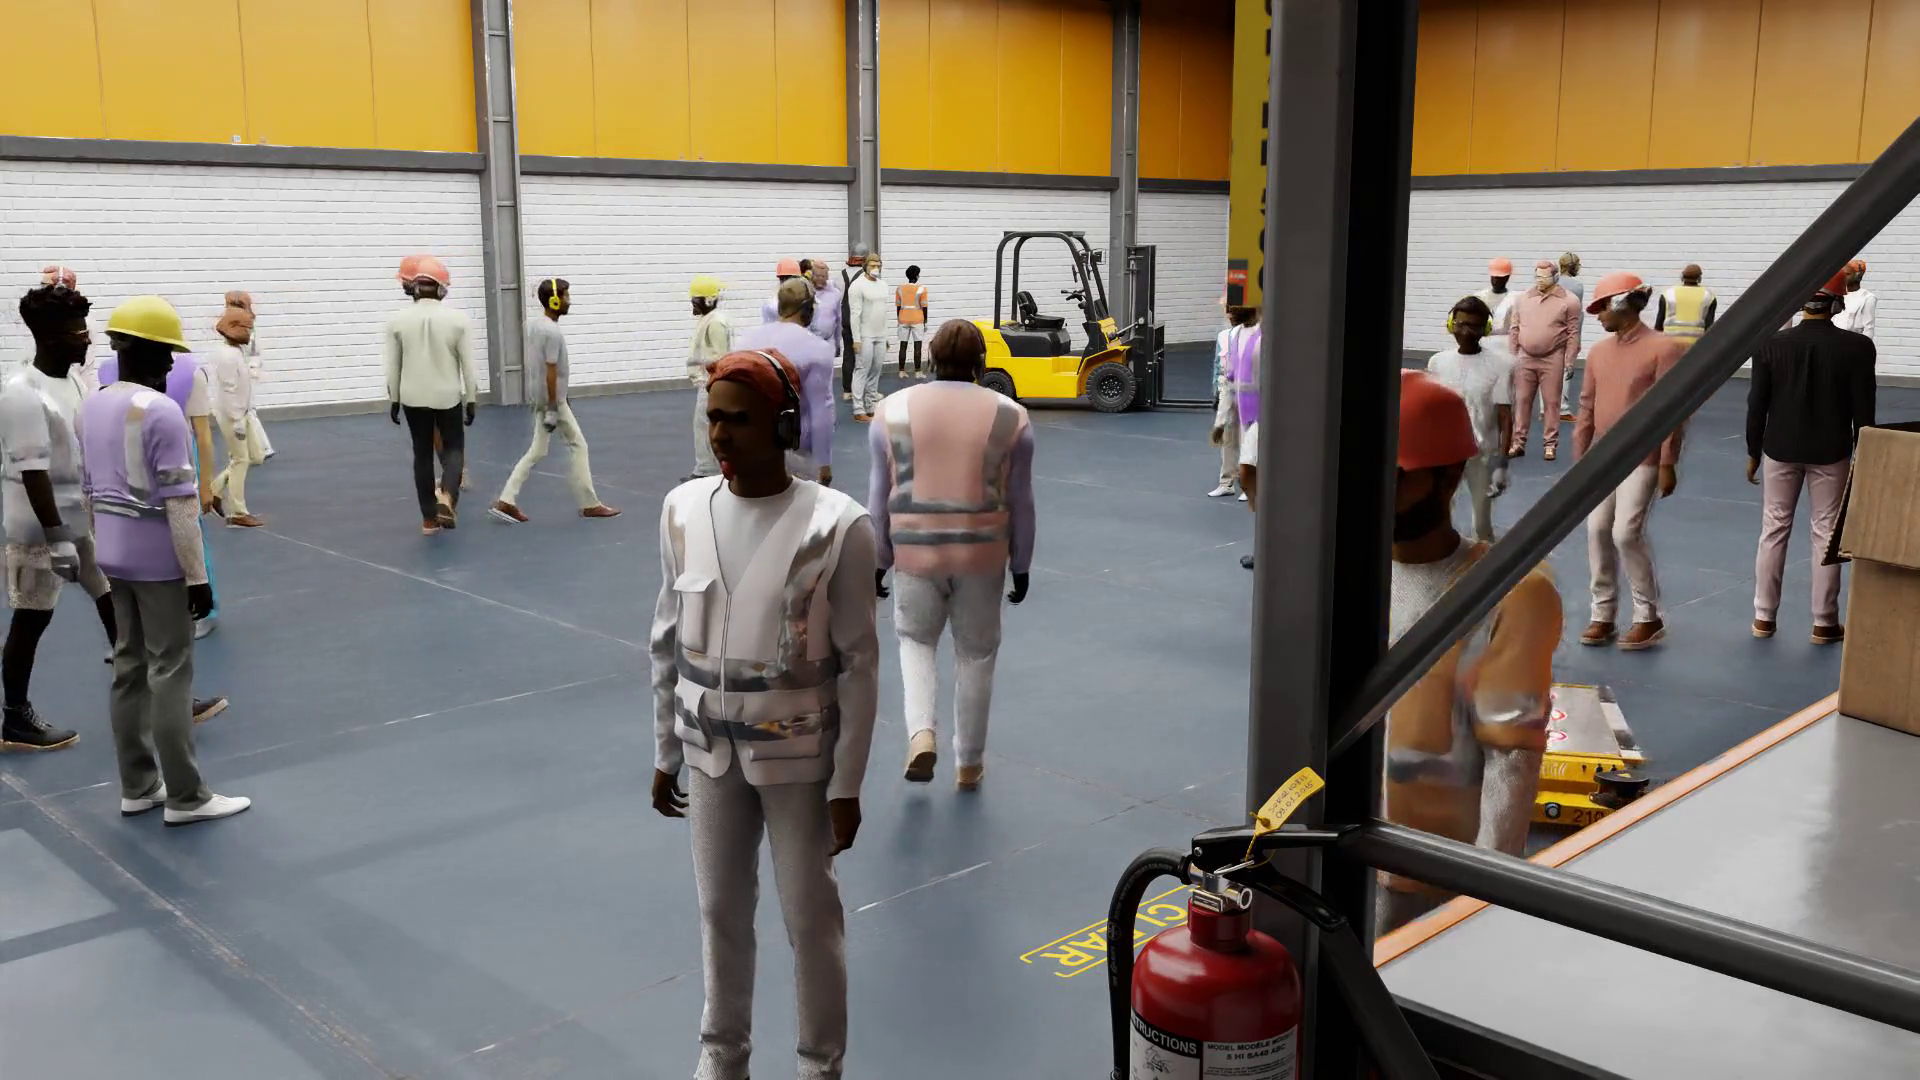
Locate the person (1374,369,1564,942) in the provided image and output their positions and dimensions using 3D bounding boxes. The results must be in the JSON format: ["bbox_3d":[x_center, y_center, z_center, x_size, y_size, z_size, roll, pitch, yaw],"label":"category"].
[{"bbox_3d":[0.884,0.609,3.272,0.547,1.888,0.981,10,14,42],"label":"person"}]

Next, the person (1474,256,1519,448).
[{"bbox_3d":[5.253,-1.829,16.441,0.575,1.915,0.735,8,13,36],"label":"person"}]

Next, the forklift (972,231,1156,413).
[{"bbox_3d":[1.222,-2.721,20.561,2.313,2.155,1.214,2,11,13],"label":"forklift"}]

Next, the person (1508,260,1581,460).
[{"bbox_3d":[5.534,-1.709,15.851,0.637,1.901,0.403,7,13,34],"label":"person"}]

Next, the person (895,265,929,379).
[{"bbox_3d":[-0.707,-3.224,24.685,0.530,1.691,0.318,4,11,20],"label":"person"}]

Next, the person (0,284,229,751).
[{"bbox_3d":[-3.566,-0.072,6.827,0.954,1.924,0.634,0,10,-2],"label":"person"}]

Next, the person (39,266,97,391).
[{"bbox_3d":[-6.533,-1.044,12.189,0.408,1.913,0.644,-4,11,-19],"label":"person"}]

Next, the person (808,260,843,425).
[{"bbox_3d":[-1.674,-2.278,19.071,0.675,1.856,0.995,-4,11,-18],"label":"person"}]

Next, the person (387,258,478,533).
[{"bbox_3d":[-3.758,-1.006,11.836,0.637,1.975,0.534,-2,11,-9],"label":"person"}]

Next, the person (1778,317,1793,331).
[{"bbox_3d":[10.307,-2.565,20.875,0.300,1.772,0.528,4,11,20],"label":"person"}]

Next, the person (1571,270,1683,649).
[{"bbox_3d":[3.448,-0.412,8.655,0.452,1.945,0.656,-5,12,-26],"label":"person"}]

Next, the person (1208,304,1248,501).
[{"bbox_3d":[2.255,-1.134,13.421,0.311,1.639,0.521,-9,14,-40],"label":"person"}]

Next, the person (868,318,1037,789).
[{"bbox_3d":[-0.027,0.073,6.335,0.645,1.824,0.457,0,10,2],"label":"person"}]

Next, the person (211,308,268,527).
[{"bbox_3d":[-5.288,-0.877,12.074,0.451,1.610,0.534,-2,11,-12],"label":"person"}]

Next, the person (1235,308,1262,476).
[{"bbox_3d":[2.610,-1.311,14.519,0.514,1.576,0.882,-7,12,-33],"label":"person"}]

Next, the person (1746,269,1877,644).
[{"bbox_3d":[4.455,-0.453,8.737,0.608,1.996,0.379,7,13,35],"label":"person"}]

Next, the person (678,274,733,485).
[{"bbox_3d":[-2.048,-1.361,14.192,0.694,1.808,0.588,-2,11,-10],"label":"person"}]

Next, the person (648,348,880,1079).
[{"bbox_3d":[-0.461,0.508,3.809,0.576,1.882,0.355,5,11,23],"label":"person"}]

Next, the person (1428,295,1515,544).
[{"bbox_3d":[2.817,-0.441,9.215,0.513,1.822,0.990,6,12,30],"label":"person"}]

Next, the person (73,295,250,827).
[{"bbox_3d":[-2.922,0.080,6.046,0.585,1.918,0.386,7,12,32],"label":"person"}]

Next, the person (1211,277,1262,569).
[{"bbox_3d":[1.878,-0.765,10.669,0.528,1.906,0.579,-3,11,-18],"label":"person"}]

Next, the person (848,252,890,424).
[{"bbox_3d":[-1.021,-2.303,18.989,0.366,1.935,0.630,7,13,35],"label":"person"}]

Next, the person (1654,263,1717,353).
[{"bbox_3d":[8.338,-2.271,19.162,0.629,1.816,0.831,3,11,18],"label":"person"}]

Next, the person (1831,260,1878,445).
[{"bbox_3d":[9.034,-1.903,16.956,0.356,1.883,0.573,-2,11,-11],"label":"person"}]

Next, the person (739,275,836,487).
[{"bbox_3d":[-0.985,-0.479,9.096,0.671,1.913,0.561,7,12,32],"label":"person"}]

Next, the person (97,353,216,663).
[{"bbox_3d":[-4.119,-0.322,8.537,0.589,1.810,0.801,0,10,3],"label":"person"}]

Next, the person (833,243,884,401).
[{"bbox_3d":[-1.276,-2.832,21.584,0.690,2.000,0.538,6,12,31],"label":"person"}]

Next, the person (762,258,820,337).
[{"bbox_3d":[-1.558,-1.632,15.369,0.540,1.930,0.386,-2,11,-13],"label":"person"}]

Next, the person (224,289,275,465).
[{"bbox_3d":[-6.657,-1.502,15.469,0.332,1.648,0.525,-5,12,-25],"label":"person"}]

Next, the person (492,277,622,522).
[{"bbox_3d":[-3.066,-1.035,12.389,0.936,1.831,0.512,-7,12,-33],"label":"person"}]

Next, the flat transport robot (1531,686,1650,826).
[{"bbox_3d":[2.299,0.801,6.603,0.652,0.197,1.431,3,11,15],"label":"flat transport robot"}]

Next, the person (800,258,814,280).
[{"bbox_3d":[-2.049,-2.722,21.550,0.552,1.837,0.377,5,11,24],"label":"person"}]

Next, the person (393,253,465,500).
[{"bbox_3d":[-4.273,-1.306,13.403,0.540,2.003,0.699,-5,12,-27],"label":"person"}]

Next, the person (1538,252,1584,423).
[{"bbox_3d":[6.877,-2.308,19.008,0.369,1.938,0.630,-3,11,-18],"label":"person"}]
